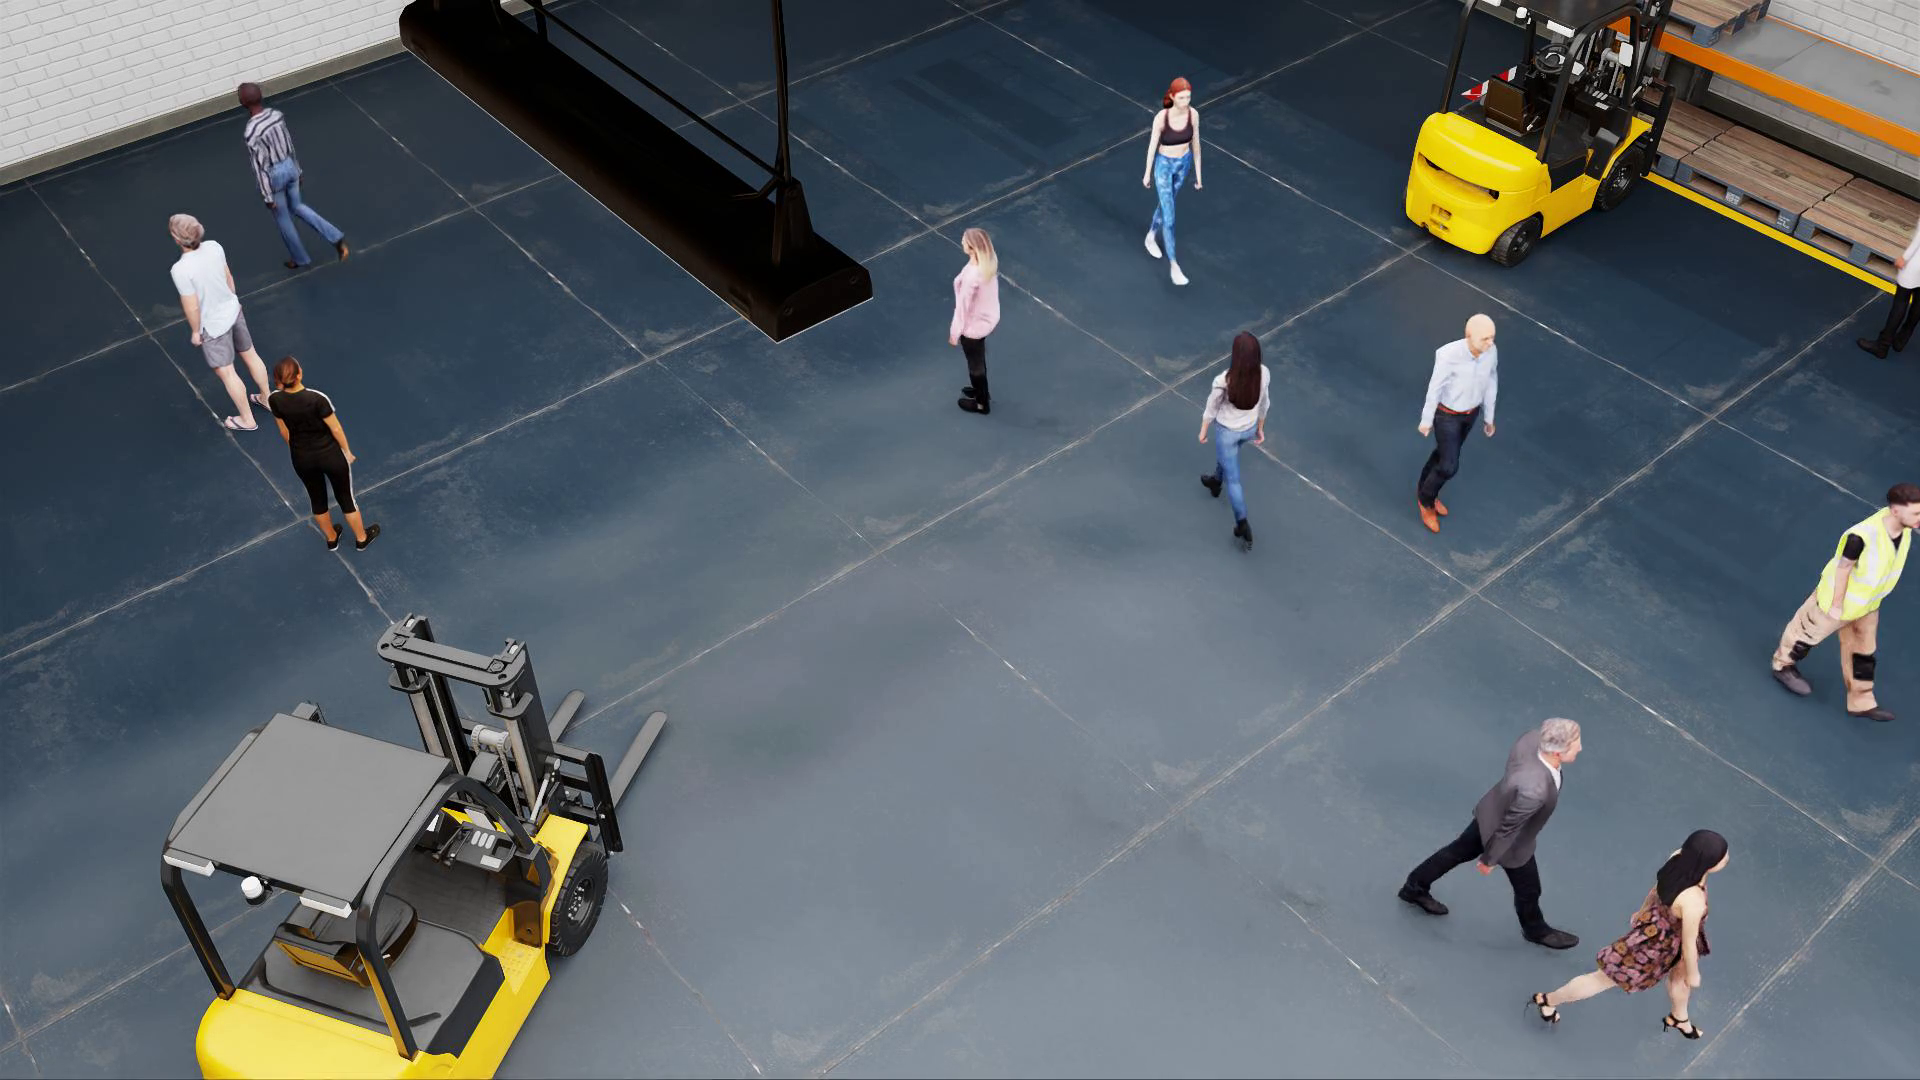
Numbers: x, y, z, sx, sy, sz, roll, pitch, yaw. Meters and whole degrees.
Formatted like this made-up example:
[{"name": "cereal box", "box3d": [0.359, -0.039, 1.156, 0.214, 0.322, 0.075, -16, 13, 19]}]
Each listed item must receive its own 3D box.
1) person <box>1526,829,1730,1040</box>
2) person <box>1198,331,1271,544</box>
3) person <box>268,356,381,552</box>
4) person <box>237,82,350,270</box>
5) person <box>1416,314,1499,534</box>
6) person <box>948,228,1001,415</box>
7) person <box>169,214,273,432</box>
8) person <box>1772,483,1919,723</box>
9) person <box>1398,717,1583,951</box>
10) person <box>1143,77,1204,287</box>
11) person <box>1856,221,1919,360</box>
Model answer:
[{"name": "person", "box3d": [3.513, 2.098, 8.600, 1.237, 1.726, 1.080, 9, 44, 9]}, {"name": "person", "box3d": [1.961, -0.698, 11.632, 0.813, 1.593, 1.113, -16, 46, -16]}, {"name": "person", "box3d": [-4.424, -0.592, 11.466, 0.670, 1.667, 0.721, 1, 44, 1]}, {"name": "person", "box3d": [-5.591, -2.974, 13.888, 1.024, 1.777, 0.908, 11, 45, 11]}, {"name": "person", "box3d": [3.432, -0.909, 11.724, 0.725, 1.772, 0.739, -20, 47, -20]}, {"name": "person", "box3d": [0.202, -1.620, 12.537, 0.706, 1.680, 0.709, 19, 47, 19]}, {"name": "person", "box3d": [-5.539, -1.638, 12.446, 0.728, 1.832, 0.741, 16, 46, 16]}, {"name": "person", "box3d": [5.526, 0.292, 10.429, 0.854, 1.819, 1.094, -19, 47, -19]}, {"name": "person", "box3d": [2.909, 1.581, 9.108, 1.354, 1.776, 1.200, 10, 45, 10]}, {"name": "person", "box3d": [1.746, -3.116, 14.058, 0.846, 1.748, 1.184, -14, 45, -14]}, {"name": "person", "box3d": [7.603, -2.222, 13.076, 0.670, 1.808, 0.636, -15, 46, -15]}]
